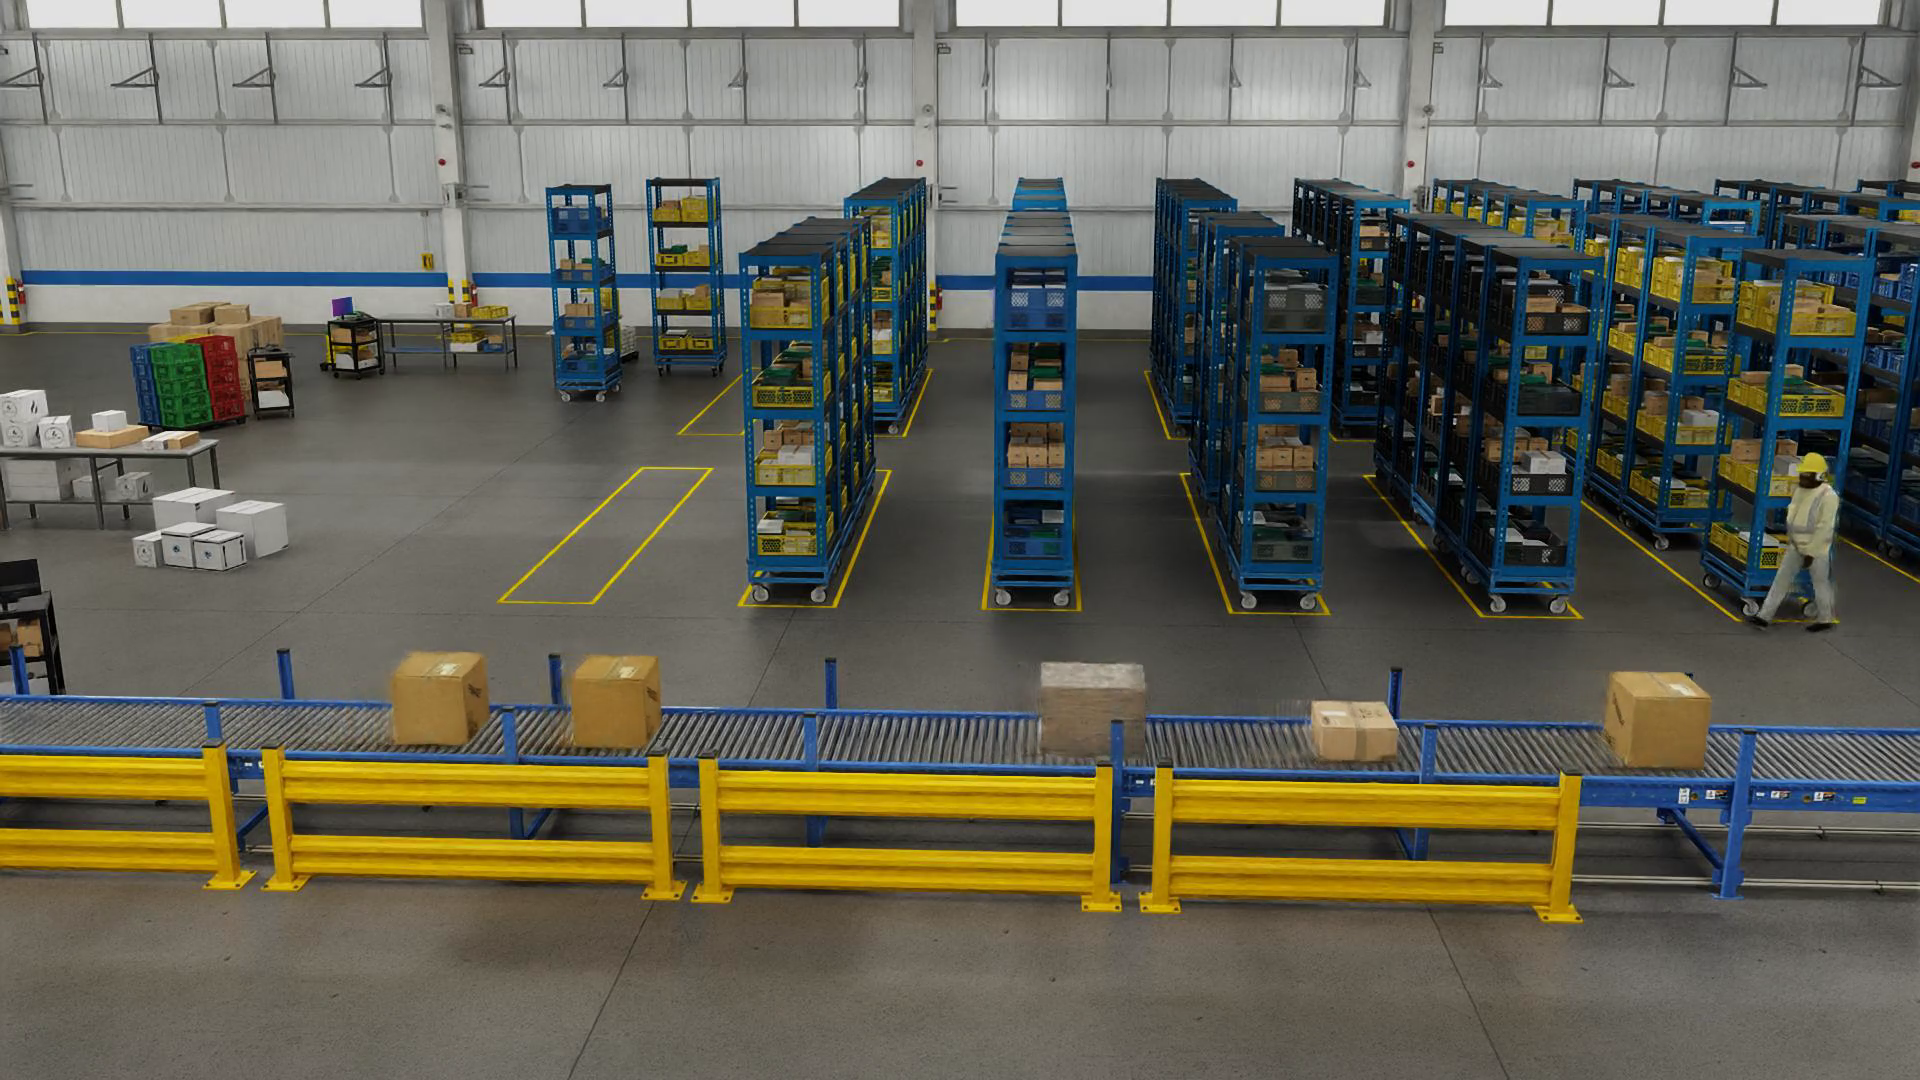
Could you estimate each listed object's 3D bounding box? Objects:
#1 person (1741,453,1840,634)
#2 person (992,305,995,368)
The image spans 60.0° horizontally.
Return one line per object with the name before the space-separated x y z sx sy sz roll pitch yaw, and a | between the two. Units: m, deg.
person | 8.065 0.052 15.948 0.915 1.781 0.605 -3 15 -12
person | 0.937 -4.176 31.607 0.793 1.800 0.593 -10 18 -34
